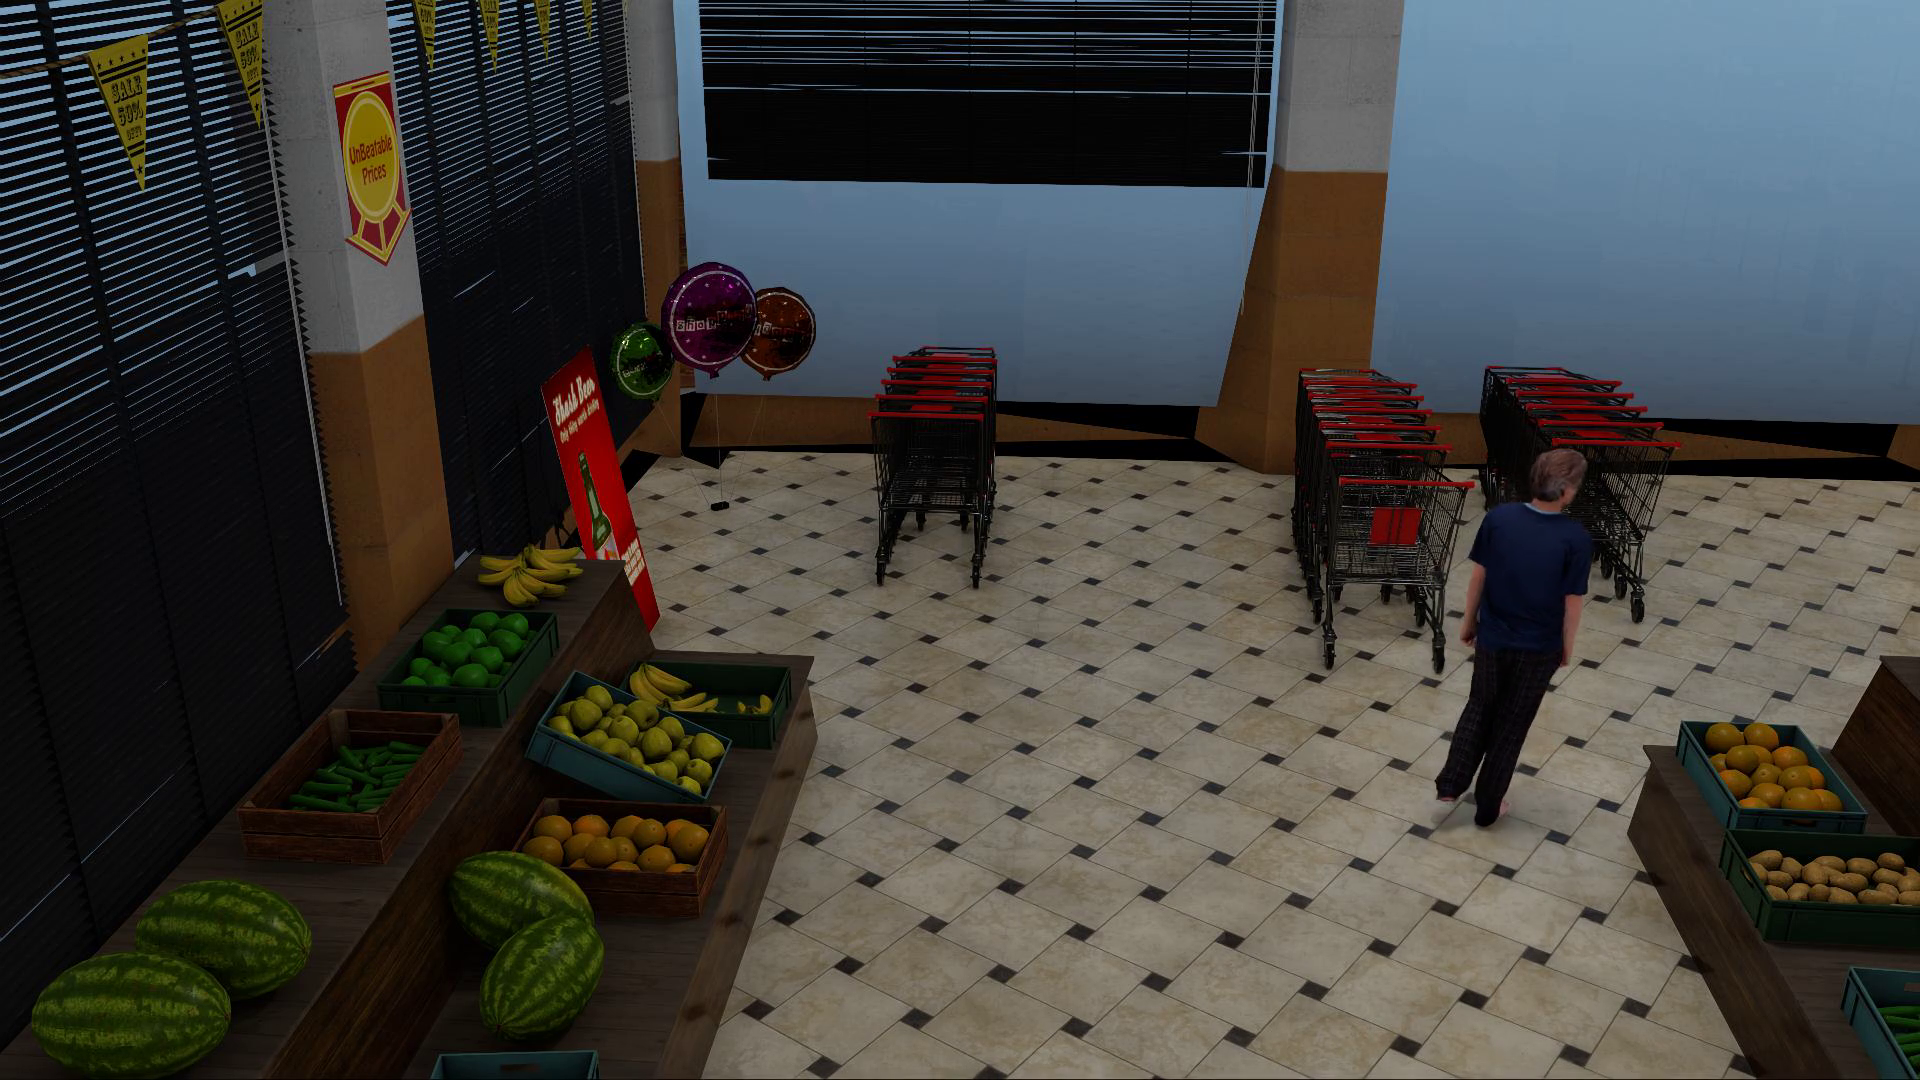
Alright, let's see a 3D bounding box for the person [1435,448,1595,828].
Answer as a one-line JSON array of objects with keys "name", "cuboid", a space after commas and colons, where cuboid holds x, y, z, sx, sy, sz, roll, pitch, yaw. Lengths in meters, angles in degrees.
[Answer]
[{"name": "person", "cuboid": [2.462, 0.498, 7.408, 0.832, 1.846, 0.872, 12, 25, 28]}]
